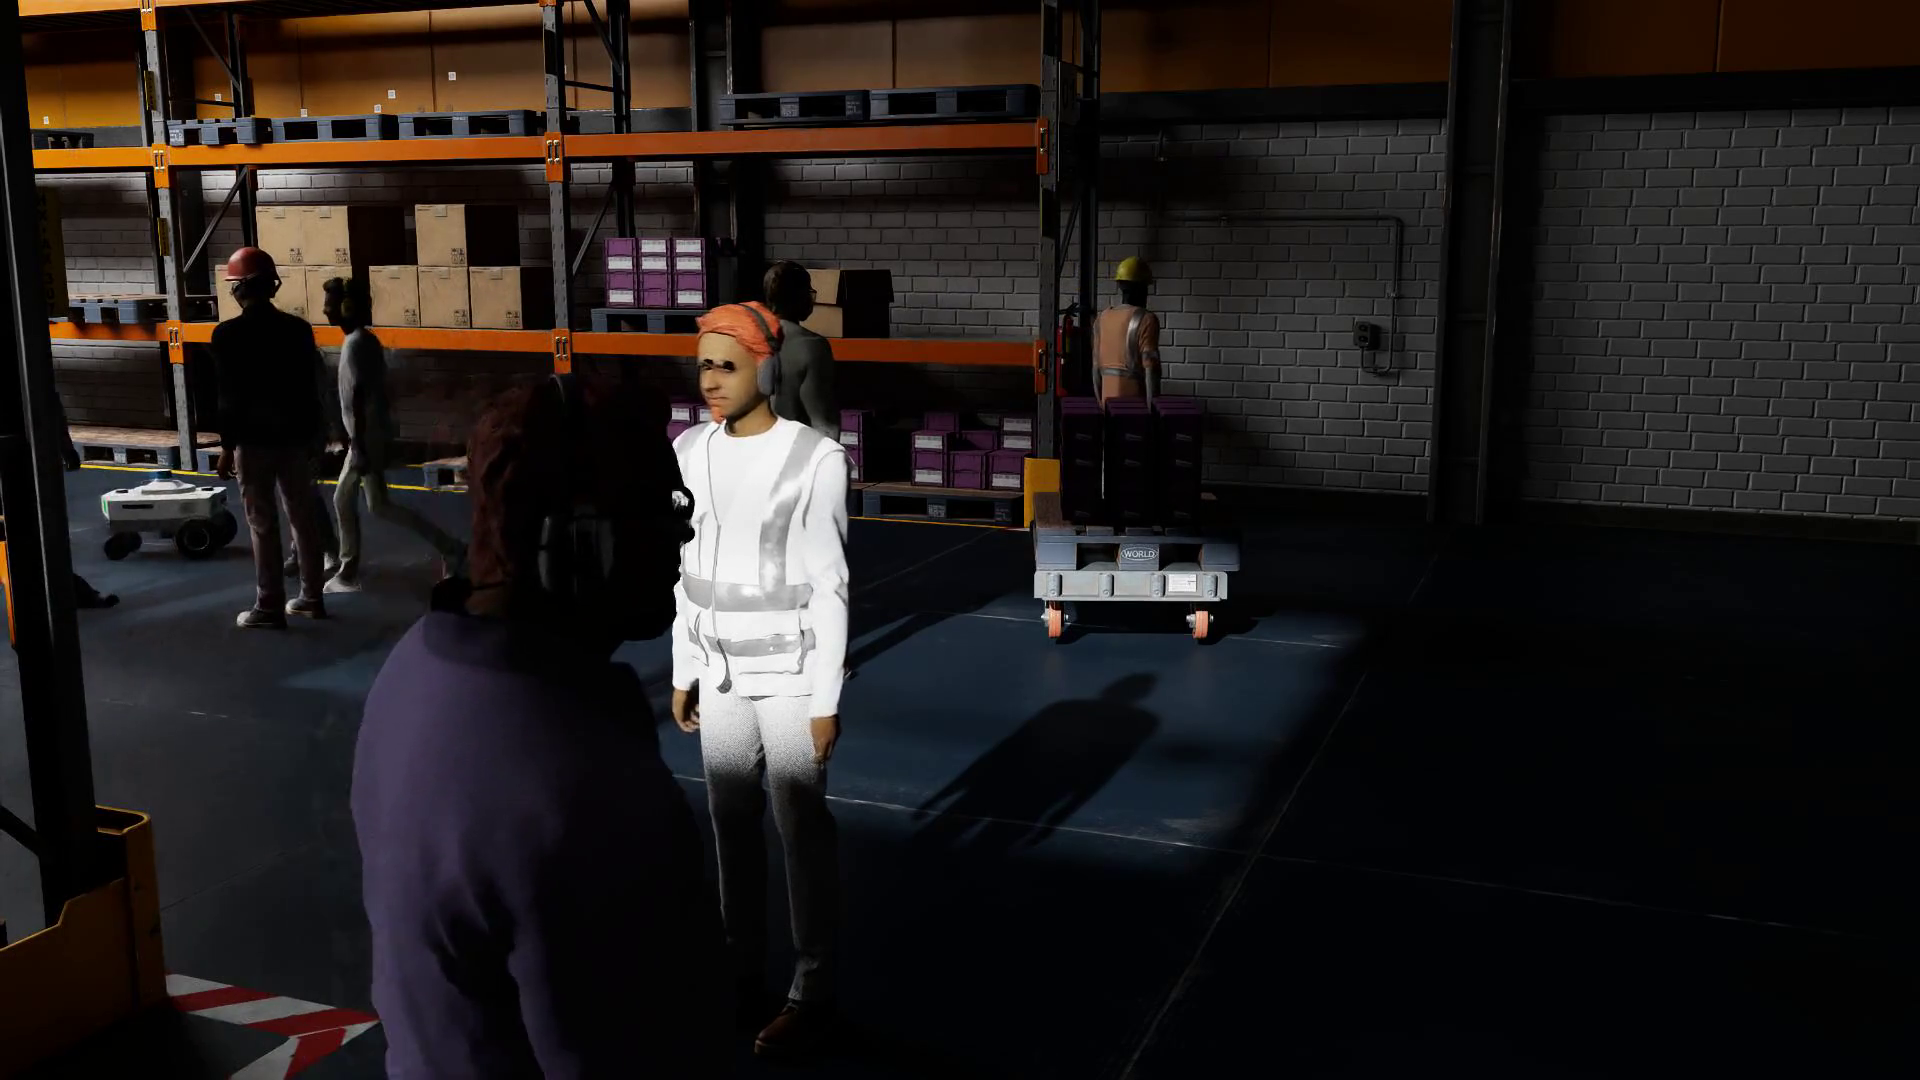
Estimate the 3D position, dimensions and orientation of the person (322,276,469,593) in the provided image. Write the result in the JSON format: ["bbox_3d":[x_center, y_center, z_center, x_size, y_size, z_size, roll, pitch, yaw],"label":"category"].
[{"bbox_3d":[-3.319,-0.590,9.548,0.851,1.840,0.534,-3,11,-16],"label":"person"}]

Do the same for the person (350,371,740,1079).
[{"bbox_3d":[-0.400,0.754,1.892,0.587,1.884,0.673,-5,11,-26],"label":"person"}]

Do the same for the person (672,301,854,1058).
[{"bbox_3d":[-0.507,0.346,4.190,0.576,1.880,0.351,7,12,35],"label":"person"}]

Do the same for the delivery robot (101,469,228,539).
[{"bbox_3d":[-5.131,-0.216,10.743,0.707,0.478,0.477,-2,10,-11],"label":"delivery robot"}]

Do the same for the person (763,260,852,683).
[{"bbox_3d":[-0.779,-0.291,7.566,0.627,1.941,0.371,8,13,37],"label":"person"}]

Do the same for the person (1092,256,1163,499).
[{"bbox_3d":[1.129,-0.904,11.015,0.387,1.925,0.593,-8,13,-36],"label":"person"}]

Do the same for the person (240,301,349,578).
[{"bbox_3d":[-4.035,-0.606,10.023,0.554,1.685,0.737,3,11,16],"label":"person"}]

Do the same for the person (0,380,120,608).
[{"bbox_3d":[-5.239,-0.540,9.152,1.012,1.884,0.568,0,10,-1],"label":"person"}]

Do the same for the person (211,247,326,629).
[{"bbox_3d":[-3.646,-0.531,8.745,0.396,1.993,0.617,6,12,28],"label":"person"}]
